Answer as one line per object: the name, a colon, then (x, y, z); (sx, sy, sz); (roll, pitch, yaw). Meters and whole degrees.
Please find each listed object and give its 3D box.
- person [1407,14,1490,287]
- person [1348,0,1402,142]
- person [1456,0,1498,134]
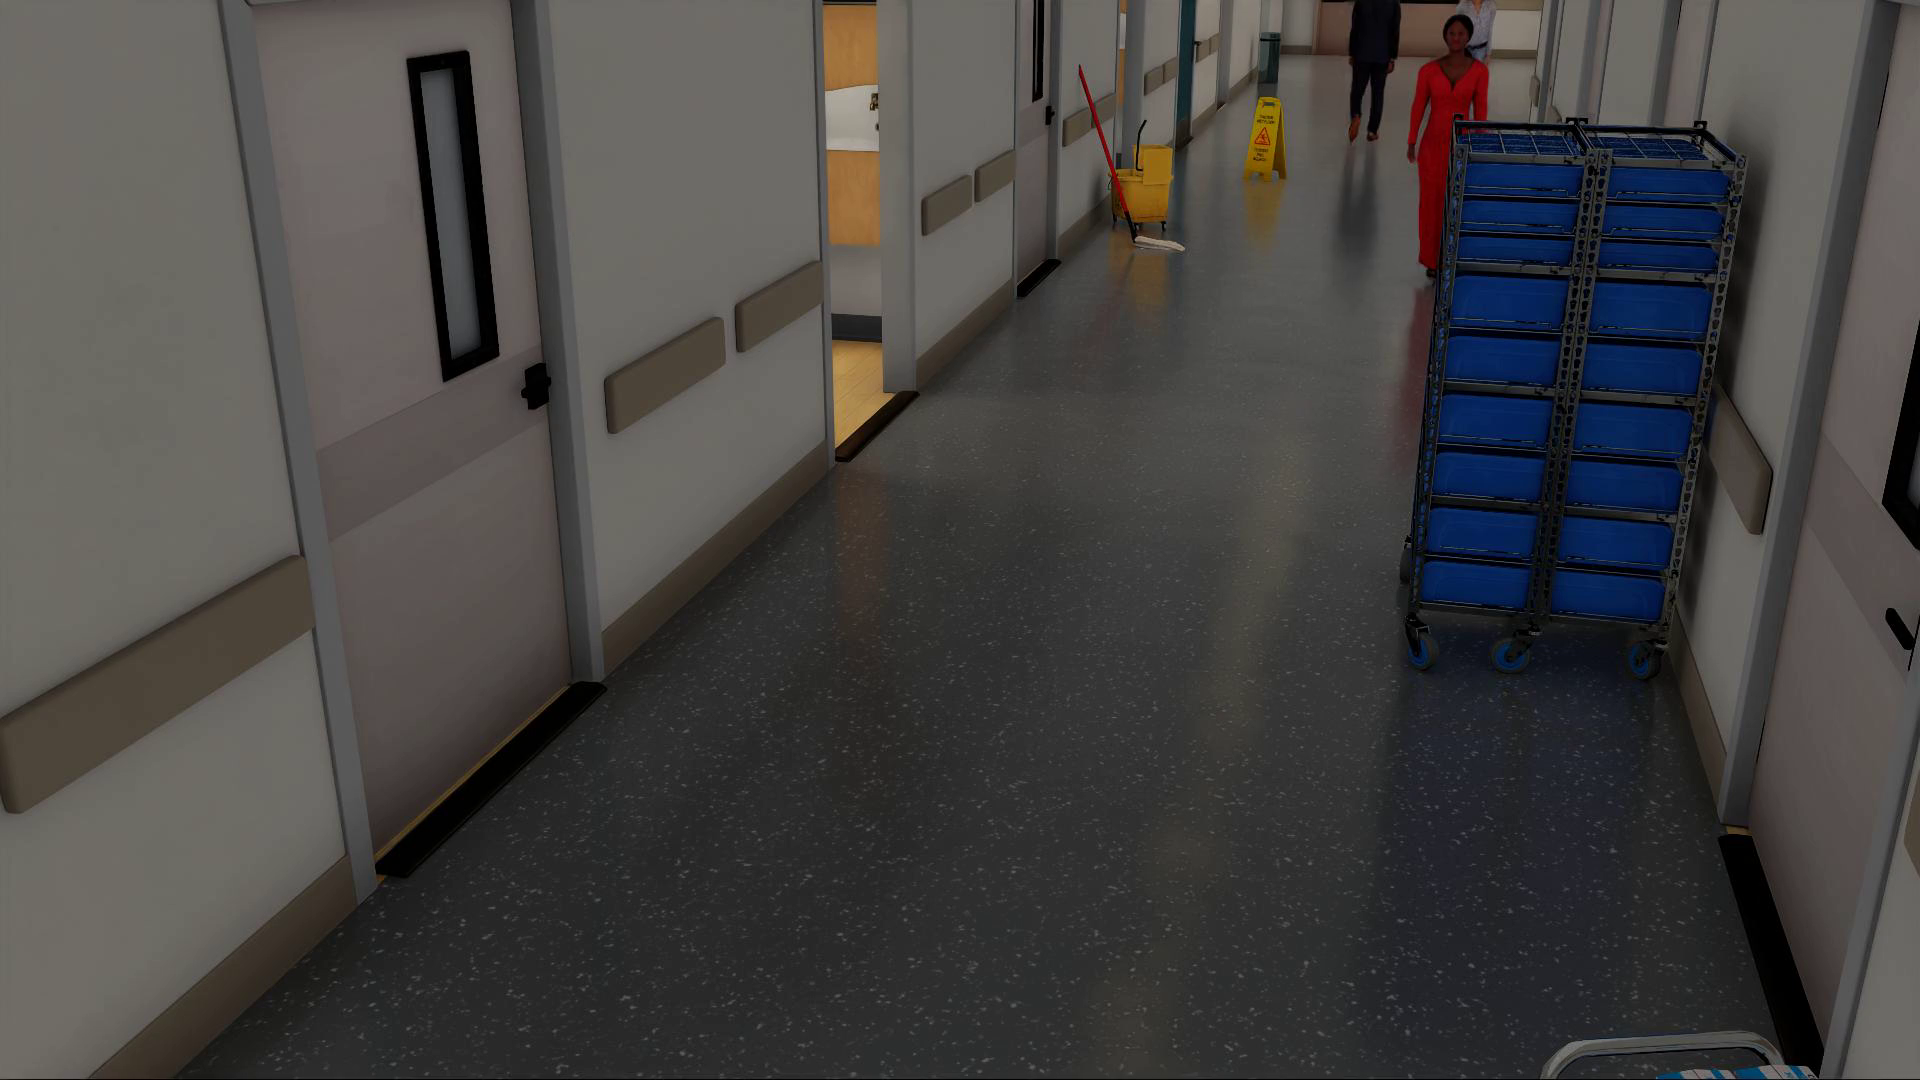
person: (3.284, -2.596, 11.206); (0.680, 1.746, 1.102); (7, 22, 17)
person: (4.464, -5.222, 18.057); (0.683, 1.802, 0.961); (6, 22, 16)
person: (5.640, -5.340, 18.384); (0.631, 1.793, 0.578); (1, 21, 2)
